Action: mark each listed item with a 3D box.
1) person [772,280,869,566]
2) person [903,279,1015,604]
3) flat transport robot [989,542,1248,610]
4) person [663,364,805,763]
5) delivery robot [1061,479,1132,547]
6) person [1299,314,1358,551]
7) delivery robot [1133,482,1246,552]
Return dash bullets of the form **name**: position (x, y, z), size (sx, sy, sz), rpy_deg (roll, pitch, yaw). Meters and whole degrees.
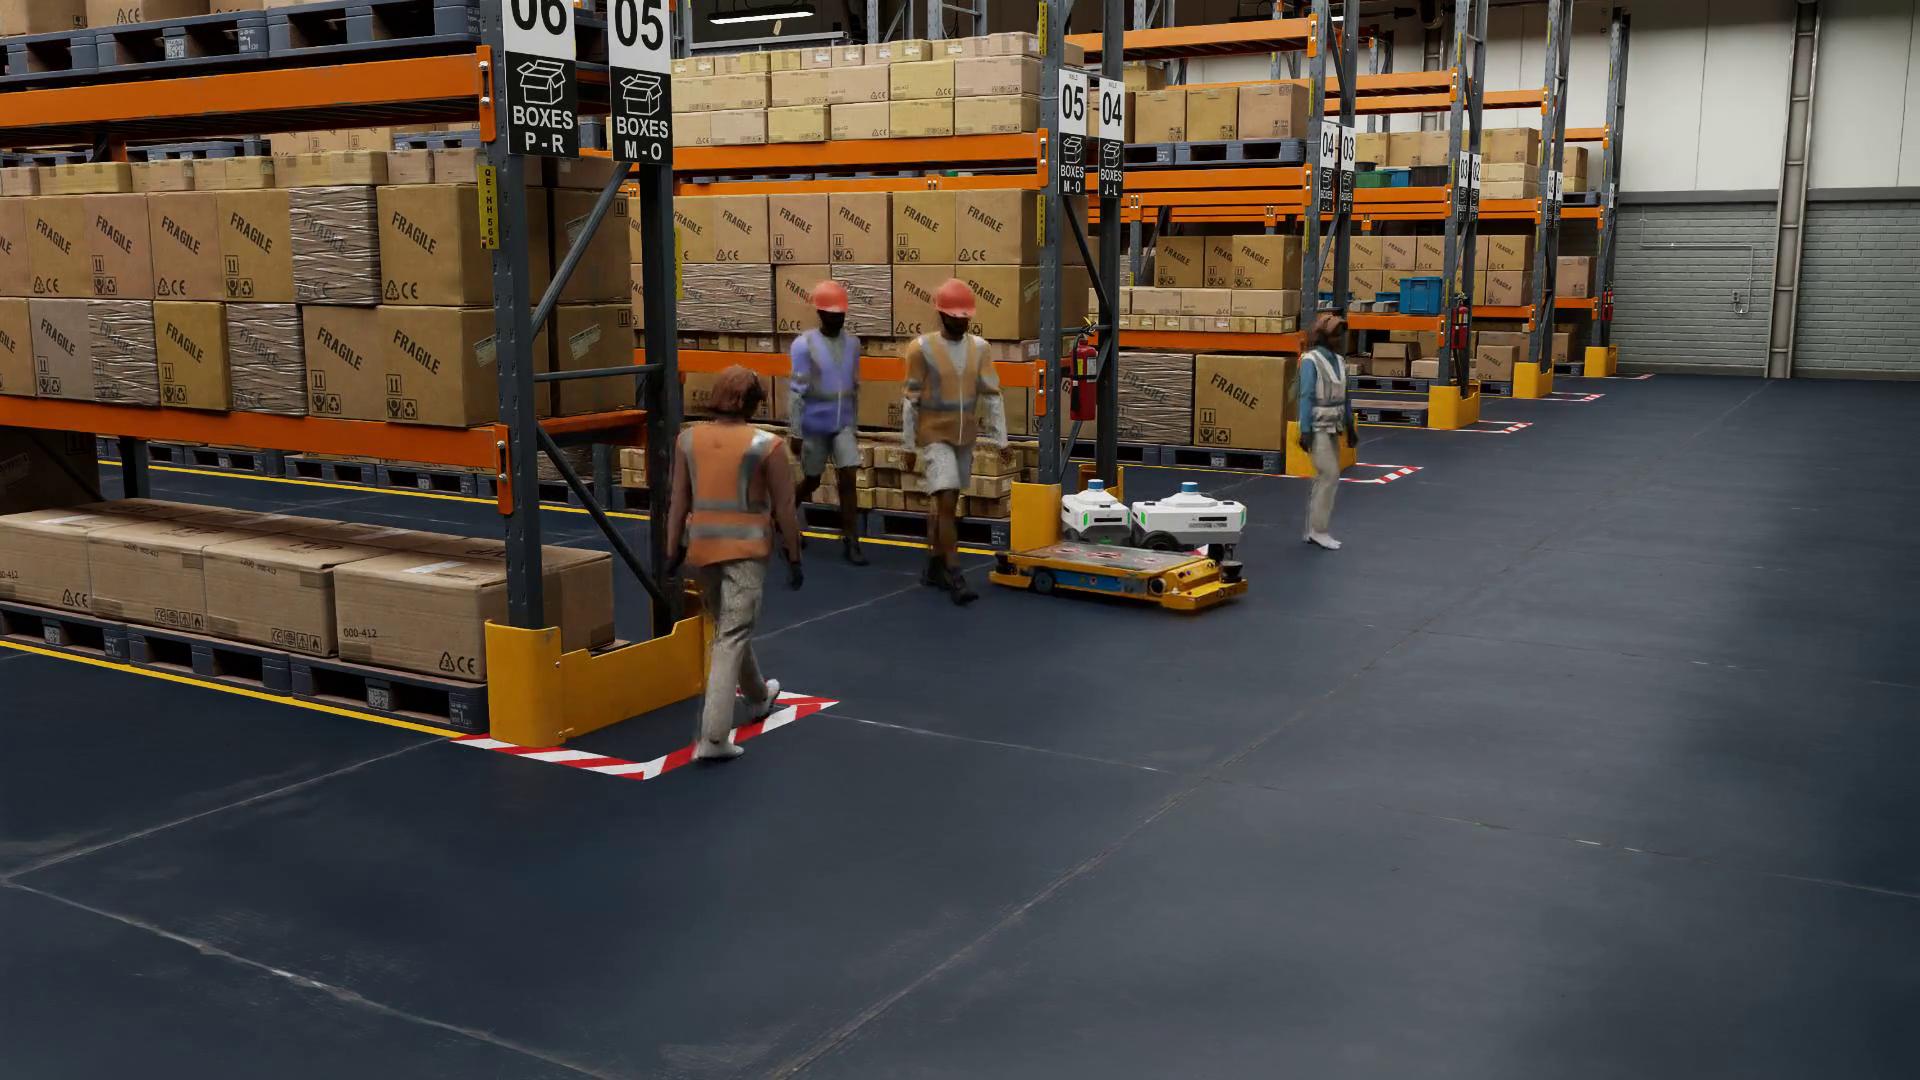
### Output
- **person**: position (-0.940, -0.794, 11.119), size (0.590, 1.891, 0.886), rpy_deg (-7, 12, -35)
- **person**: position (0.000, -0.580, 9.814), size (0.580, 1.883, 0.898), rpy_deg (-6, 11, -30)
- **flat transport robot**: position (0.943, 0.192, 10.033), size (1.431, 0.197, 0.652), rpy_deg (7, 12, 36)
- **person**: position (-0.912, 0.071, 6.905), size (0.546, 1.579, 0.924), rpy_deg (4, 11, 23)
- **delivery robot**: position (0.891, -0.157, 10.973), size (0.477, 0.478, 0.707), rpy_deg (-1, 10, -9)
- **person**: position (2.573, -0.740, 11.513), size (0.455, 1.624, 0.551), rpy_deg (8, 12, 38)
- **delivery robot**: position (1.493, -0.133, 10.832), size (0.707, 0.478, 0.477), rpy_deg (0, 10, -3)
